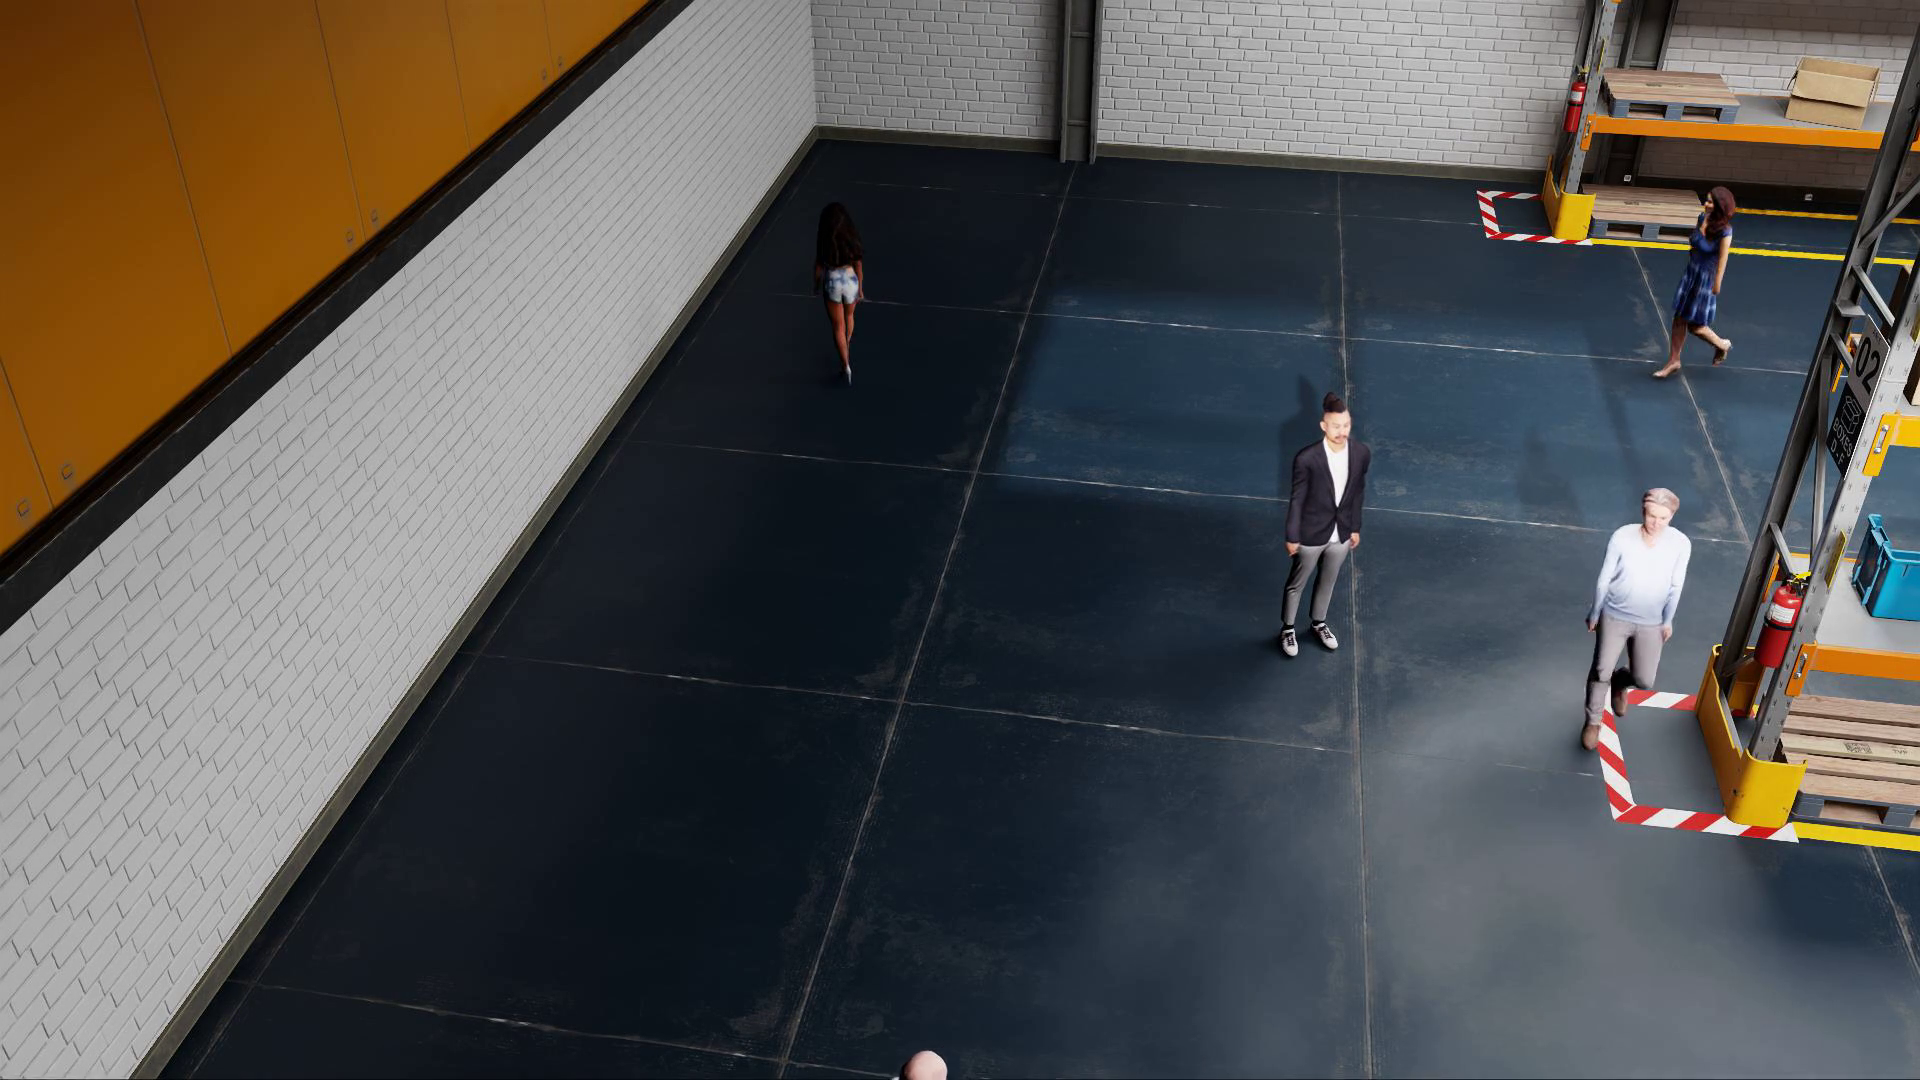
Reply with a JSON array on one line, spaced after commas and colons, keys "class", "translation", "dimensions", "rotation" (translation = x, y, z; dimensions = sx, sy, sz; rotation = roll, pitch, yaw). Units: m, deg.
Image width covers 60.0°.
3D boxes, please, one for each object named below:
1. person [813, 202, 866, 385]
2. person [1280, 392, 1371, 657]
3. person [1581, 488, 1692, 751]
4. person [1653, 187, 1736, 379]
[{"class": "person", "translation": [-1.022, -2.113, 14.480], "dimensions": [0.882, 1.602, 0.876], "rotation": [-13, 36, -19]}, {"class": "person", "translation": [2.433, -0.116, 11.161], "dimensions": [0.695, 1.950, 0.855], "rotation": [-8, 34, -12]}, {"class": "person", "translation": [4.177, 0.447, 10.378], "dimensions": [0.765, 1.881, 0.758], "rotation": [9, 35, 13]}, {"class": "person", "translation": [6.483, -2.199, 14.443], "dimensions": [0.946, 1.787, 0.795], "rotation": [-4, 34, -6]}]
